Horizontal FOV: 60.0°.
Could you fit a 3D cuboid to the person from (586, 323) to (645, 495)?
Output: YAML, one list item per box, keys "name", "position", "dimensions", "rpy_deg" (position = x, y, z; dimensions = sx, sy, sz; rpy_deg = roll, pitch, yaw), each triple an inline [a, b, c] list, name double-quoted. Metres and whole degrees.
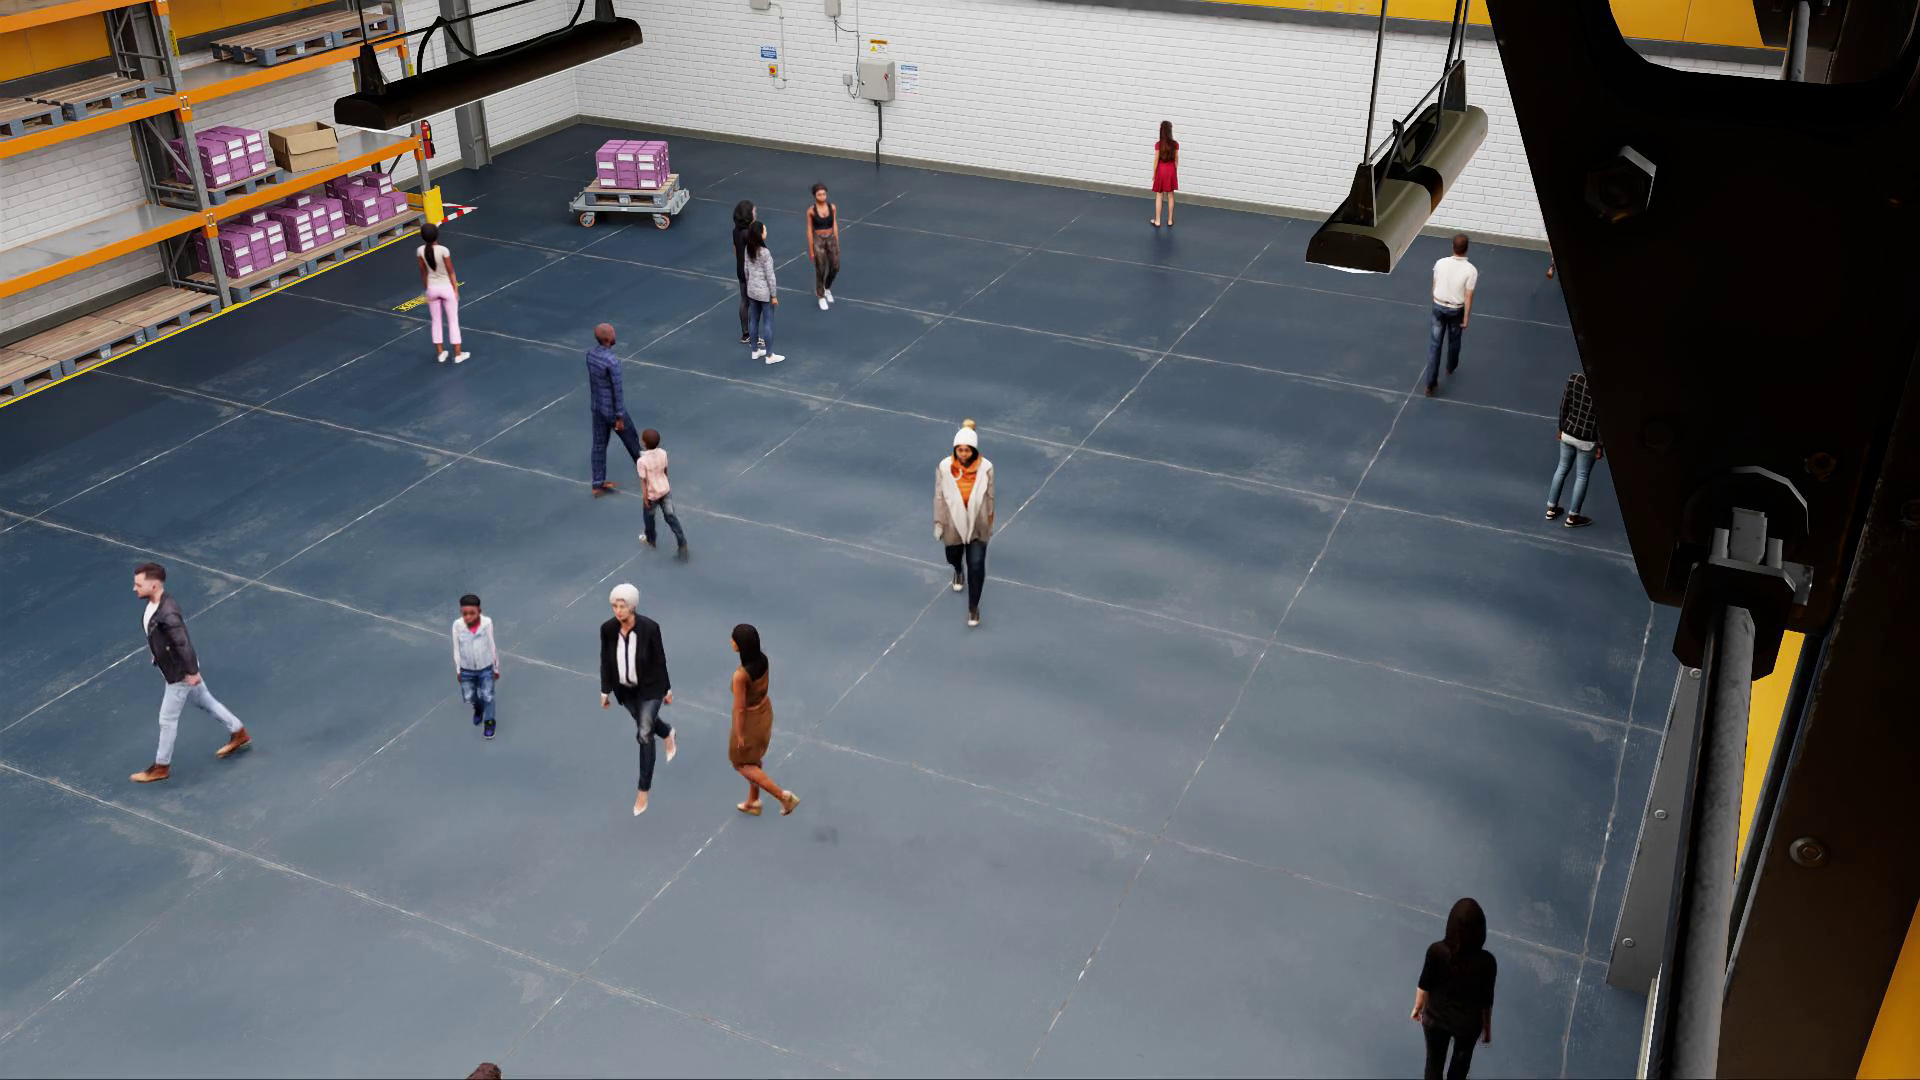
- name: "person"
  position: [-3.617, -1.294, 16.849]
  dimensions: [0.872, 1.772, 1.190]
  rpy_deg: [22, 35, 34]

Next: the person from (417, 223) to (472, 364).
- name: "person"
  position: [-6.233, -2.973, 19.961]
  dimensions: [0.629, 1.741, 0.603]
  rpy_deg: [4, 29, 7]

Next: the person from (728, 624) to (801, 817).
- name: "person"
  position: [-1.444, 1.360, 12.085]
  dimensions: [0.657, 1.675, 0.735]
  rpy_deg: [10, 30, 17]

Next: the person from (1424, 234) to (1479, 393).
- name: "person"
  position: [5.588, -2.582, 19.183]
  dimensions: [0.718, 1.799, 1.213]
  rpy_deg: [16, 32, 26]

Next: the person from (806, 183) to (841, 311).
- name: "person"
  position: [-1.803, -3.840, 21.605]
  dimensions: [0.753, 1.688, 0.814]
  rpy_deg: [-12, 31, -20]

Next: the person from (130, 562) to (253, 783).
- name: "person"
  position: [-5.863, 0.963, 12.686]
  dimensions: [1.246, 1.797, 1.068]
  rpy_deg: [-17, 33, -28]

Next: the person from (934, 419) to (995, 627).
- name: "person"
  position: [0.057, -0.229, 14.810]
  dimensions: [0.991, 1.856, 1.251]
  rpy_deg: [1, 29, 3]

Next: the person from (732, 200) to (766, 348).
- name: "person"
  position: [-2.601, -3.283, 20.430]
  dimensions: [0.697, 1.835, 0.709]
  rpy_deg: [-20, 34, -32]

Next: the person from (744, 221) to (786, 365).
- name: "person"
  position: [-2.397, -2.986, 19.993]
  dimensions: [0.670, 1.732, 0.622]
  rpy_deg: [23, 36, 36]

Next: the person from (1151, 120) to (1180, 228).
- name: "person"
  position: [3.048, -5.447, 24.694]
  dimensions: [0.670, 1.551, 0.730]
  rpy_deg: [-4, 29, -8]

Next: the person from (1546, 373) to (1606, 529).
- name: "person"
  position: [6.068, -1.011, 16.282]
  dimensions: [0.723, 1.819, 0.747]
  rpy_deg: [-20, 34, -32]

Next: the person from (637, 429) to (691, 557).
- name: "person"
  position: [-2.836, -0.441, 15.784]
  dimensions: [0.890, 1.295, 0.789]
  rpy_deg: [-22, 35, -34]

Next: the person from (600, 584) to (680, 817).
- name: "person"
  position: [-2.286, 1.077, 12.234]
  dimensions: [0.839, 1.742, 1.149]
  rpy_deg: [8, 30, 15]

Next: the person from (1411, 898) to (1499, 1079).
- name: "person"
  position: [2.812, 2.791, 9.505]
  dimensions: [0.627, 1.633, 0.571]
  rpy_deg: [10, 30, 17]

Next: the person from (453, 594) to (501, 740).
- name: "person"
  position: [-3.841, 0.959, 13.258]
  dimensions: [0.624, 1.257, 0.693]
  rpy_deg: [-4, 29, -7]
